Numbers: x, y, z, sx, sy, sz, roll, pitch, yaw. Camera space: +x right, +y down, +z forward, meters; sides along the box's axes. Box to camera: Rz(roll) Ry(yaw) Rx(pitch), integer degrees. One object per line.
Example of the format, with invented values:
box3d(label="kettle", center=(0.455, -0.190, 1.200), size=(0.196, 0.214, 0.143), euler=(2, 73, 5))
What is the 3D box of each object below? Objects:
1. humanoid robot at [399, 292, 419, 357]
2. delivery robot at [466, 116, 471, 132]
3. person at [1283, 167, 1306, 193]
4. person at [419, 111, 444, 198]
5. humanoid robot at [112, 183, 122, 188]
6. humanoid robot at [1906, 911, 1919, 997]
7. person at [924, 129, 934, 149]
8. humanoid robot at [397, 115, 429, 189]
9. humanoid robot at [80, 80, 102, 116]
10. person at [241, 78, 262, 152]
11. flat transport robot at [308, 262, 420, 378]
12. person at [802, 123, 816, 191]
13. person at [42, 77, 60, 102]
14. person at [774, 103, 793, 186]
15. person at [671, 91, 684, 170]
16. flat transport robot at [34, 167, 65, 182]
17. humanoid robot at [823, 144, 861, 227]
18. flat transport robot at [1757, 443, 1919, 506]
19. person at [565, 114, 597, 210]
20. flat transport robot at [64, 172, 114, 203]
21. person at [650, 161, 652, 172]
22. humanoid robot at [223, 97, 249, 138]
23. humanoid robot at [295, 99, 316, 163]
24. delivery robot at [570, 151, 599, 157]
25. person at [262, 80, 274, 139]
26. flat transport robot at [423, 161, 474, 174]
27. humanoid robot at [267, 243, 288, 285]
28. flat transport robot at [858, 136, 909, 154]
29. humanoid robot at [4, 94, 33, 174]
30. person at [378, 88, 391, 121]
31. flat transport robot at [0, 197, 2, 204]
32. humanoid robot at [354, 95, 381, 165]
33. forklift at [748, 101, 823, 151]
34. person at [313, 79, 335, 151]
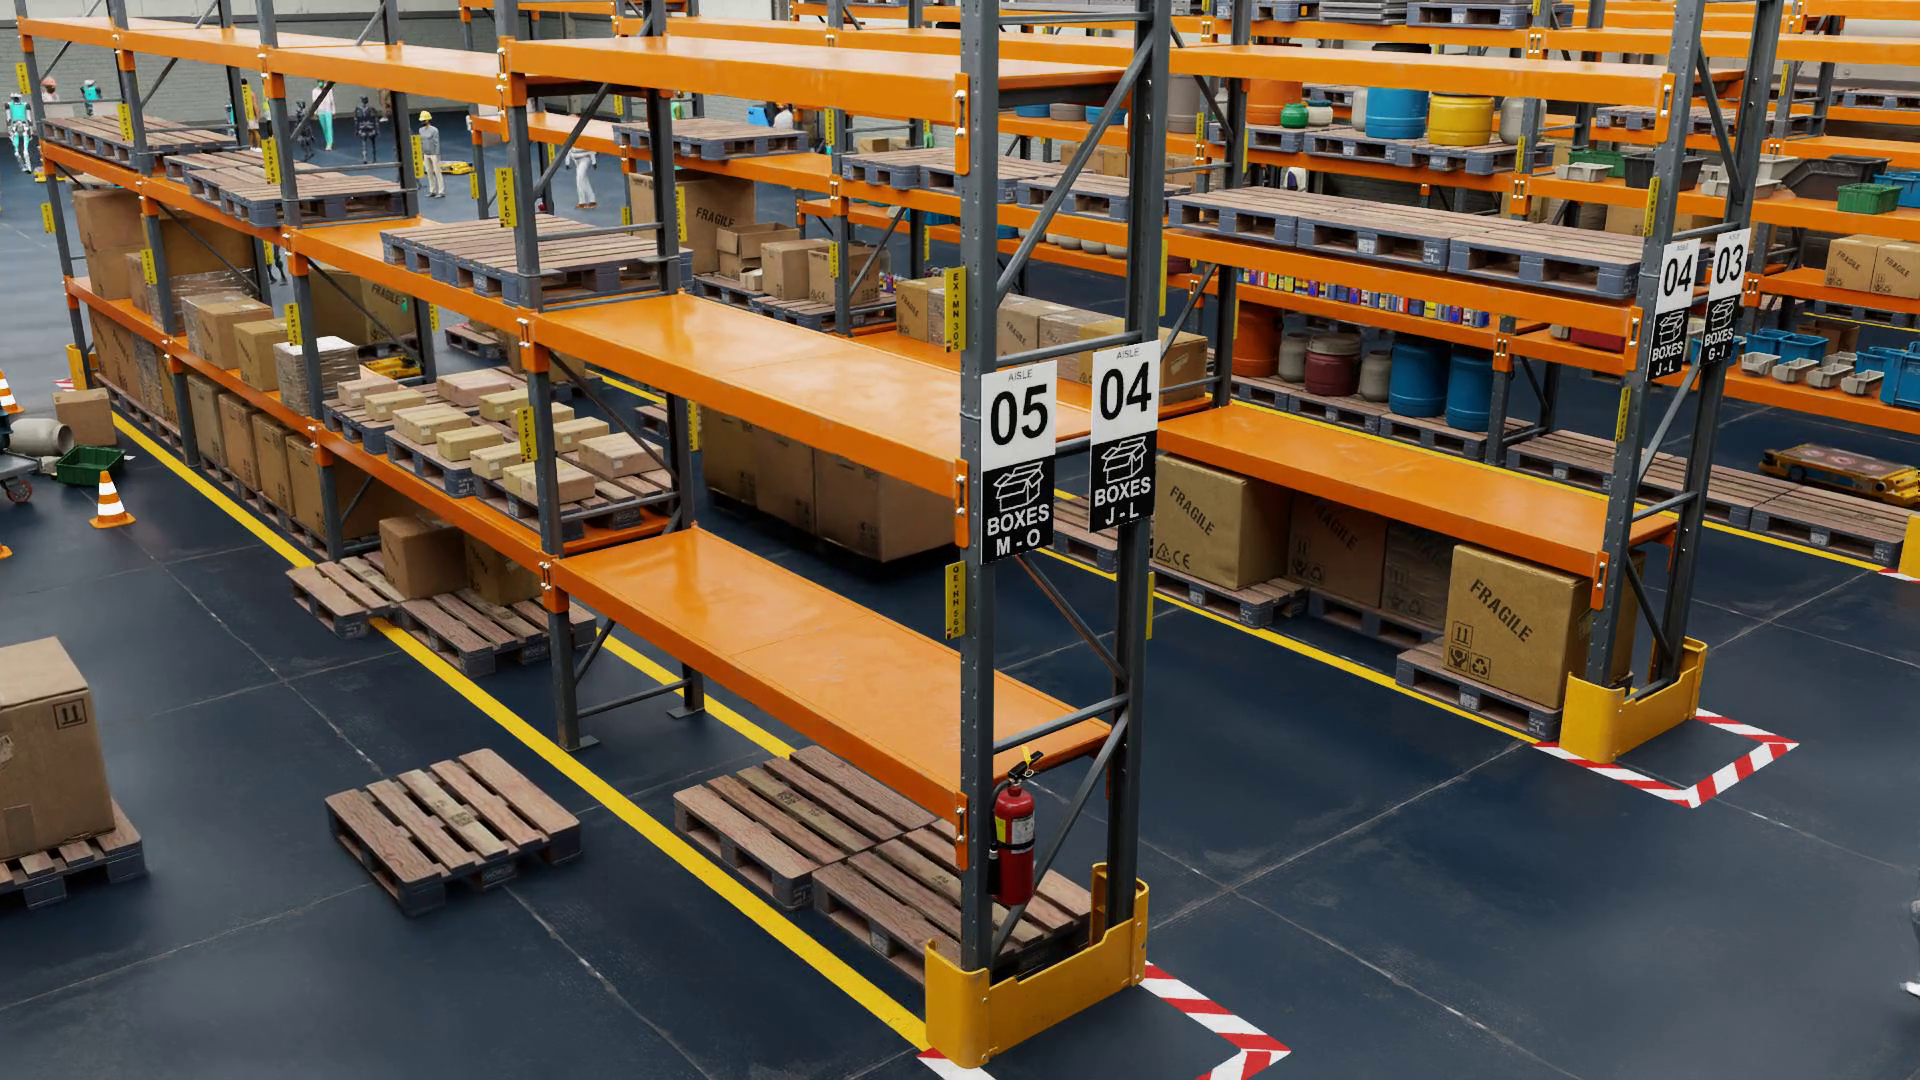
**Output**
box3d(label="humanoid robot", center=(-6.743, -2.908, 20.145), size=(0.555, 1.880, 0.745), euler=(-14, 24, -35))
box3d(label="delivery robot", center=(-13.790, -11.905, 47.379), size=(0.499, 0.589, 0.782), euler=(-12, 23, -31))
box3d(label="person", center=(5.447, -5.482, 27.153), size=(0.390, 1.850, 0.565), euler=(9, 21, 24))
box3d(label="person", center=(-10.927, -7.946, 34.305), size=(0.526, 1.758, 0.341), euler=(10, 22, 26))
box3d(label="humanoid robot", center=(-12.432, -4.375, 24.291), size=(0.791, 1.845, 0.530), euler=(-15, 24, -36))
box3d(label="humanoid robot", center=(4.788, 1.475, 7.586), size=(1.039, 1.748, 0.552), euler=(7, 21, 19))
box3d(label="person", center=(-0.687, -7.519, 33.126), size=(0.476, 1.735, 0.320), euler=(15, 24, 37))
box3d(label="humanoid robot", center=(-11.840, -8.324, 35.591), size=(0.796, 1.621, 0.595), euler=(-3, 20, -8))
box3d(label="humanoid robot", center=(-22.723, -11.310, 44.042), size=(0.555, 1.752, 1.067), euler=(2, 19, 5))
box3d(label="person", center=(-18.062, -10.788, 42.270), size=(0.794, 1.842, 0.413), euler=(8, 21, 22))
box3d(label="flat transport robot", center=(-7.176, -2.164, 20.095), size=(0.659, 0.231, 1.431), euler=(-18, 26, -41))
box3d(label="person", center=(-3.190, -8.273, 35.270), size=(0.753, 1.730, 0.621), euler=(18, 26, 41))
box3d(label="person", center=(-21.922, -10.138, 40.157), size=(0.637, 2.027, 0.609), euler=(2, 19, 6))
box3d(label="person", center=(-3.733, -8.691, 36.297), size=(0.610, 1.848, 0.753), euler=(2, 19, 5))
box3d(label="person", center=(-6.463, -9.407, 38.137), size=(0.400, 1.977, 0.482), euler=(-5, 20, -15))
box3d(label="flat transport robot", center=(-20.360, -8.199, 37.270), size=(0.659, 0.231, 1.431), euler=(-10, 21, -25))
box3d(label="humanoid robot", center=(-2.026, -6.517, 30.340), size=(0.894, 1.819, 0.557), euler=(-17, 25, -40))
box3d(label="flat transport robot", center=(8.410, -0.635, 15.744), size=(0.659, 0.231, 1.431), euler=(-13, 23, -33))
box3d(label="person", center=(-7.485, -7.423, 32.669), size=(0.596, 1.844, 0.796), euler=(14, 24, 35))
box3d(label="flat transport robot", center=(-17.341, -7.038, 33.967), size=(0.659, 0.231, 1.431), euler=(7, 20, 18))
box3d(label="person", center=(-5.085, -6.032, 28.567), size=(0.371, 1.958, 0.596), euler=(5, 20, 15))
box3d(label="humanoid robot", center=(-16.809, -9.374, 38.461), size=(1.040, 1.761, 0.548), euler=(13, 23, 32))
box3d(label="humanoid robot", center=(-15.161, -9.325, 38.343), size=(0.409, 1.639, 0.589), euler=(3, 20, 8))
box3d(label="delivery robot", center=(-9.396, -9.872, 41.606), size=(0.774, 0.599, 0.499), euler=(-2, 19, -6))
box3d(label="person", center=(-18.562, -11.568, 44.709), size=(0.319, 1.692, 0.532), euler=(-10, 22, -27))
box3d(label="flat transport robot", center=(-12.022, -8.610, 38.440), size=(1.431, 0.231, 0.659), euler=(4, 20, 11))
box3d(label="humanoid robot", center=(-10.498, -4.695, 25.172), size=(0.594, 1.653, 0.415), euler=(0, 19, 0))
box3d(label="flat transport robot", center=(-1.642, -8.161, 37.162), size=(0.659, 0.231, 1.431), euler=(14, 24, 35))
box3d(label="humanoid robot", center=(-21.563, -9.259, 38.185), size=(0.559, 1.874, 0.825), euler=(-8, 21, -22))
box3d(label="person", center=(-17.430, -13.650, 50.393), size=(0.687, 1.855, 0.513), euler=(-17, 26, -40))
box3d(label="flat transport robot", center=(-19.197, -6.304, 31.876), size=(0.659, 0.231, 1.431), euler=(2, 20, 7))
box3d(label="humanoid robot", center=(-14.215, -9.817, 39.847), size=(0.609, 1.652, 0.764), euler=(-3, 20, -8))
box3d(label="forklift", center=(-4.526, -11.368, 42.374), size=(1.129, 2.768, 1.873), euler=(-15, 24, -37))
box3d(label="person", center=(-16.421, -11.045, 42.962), size=(0.512, 1.872, 0.992), euler=(-4, 20, -10))
